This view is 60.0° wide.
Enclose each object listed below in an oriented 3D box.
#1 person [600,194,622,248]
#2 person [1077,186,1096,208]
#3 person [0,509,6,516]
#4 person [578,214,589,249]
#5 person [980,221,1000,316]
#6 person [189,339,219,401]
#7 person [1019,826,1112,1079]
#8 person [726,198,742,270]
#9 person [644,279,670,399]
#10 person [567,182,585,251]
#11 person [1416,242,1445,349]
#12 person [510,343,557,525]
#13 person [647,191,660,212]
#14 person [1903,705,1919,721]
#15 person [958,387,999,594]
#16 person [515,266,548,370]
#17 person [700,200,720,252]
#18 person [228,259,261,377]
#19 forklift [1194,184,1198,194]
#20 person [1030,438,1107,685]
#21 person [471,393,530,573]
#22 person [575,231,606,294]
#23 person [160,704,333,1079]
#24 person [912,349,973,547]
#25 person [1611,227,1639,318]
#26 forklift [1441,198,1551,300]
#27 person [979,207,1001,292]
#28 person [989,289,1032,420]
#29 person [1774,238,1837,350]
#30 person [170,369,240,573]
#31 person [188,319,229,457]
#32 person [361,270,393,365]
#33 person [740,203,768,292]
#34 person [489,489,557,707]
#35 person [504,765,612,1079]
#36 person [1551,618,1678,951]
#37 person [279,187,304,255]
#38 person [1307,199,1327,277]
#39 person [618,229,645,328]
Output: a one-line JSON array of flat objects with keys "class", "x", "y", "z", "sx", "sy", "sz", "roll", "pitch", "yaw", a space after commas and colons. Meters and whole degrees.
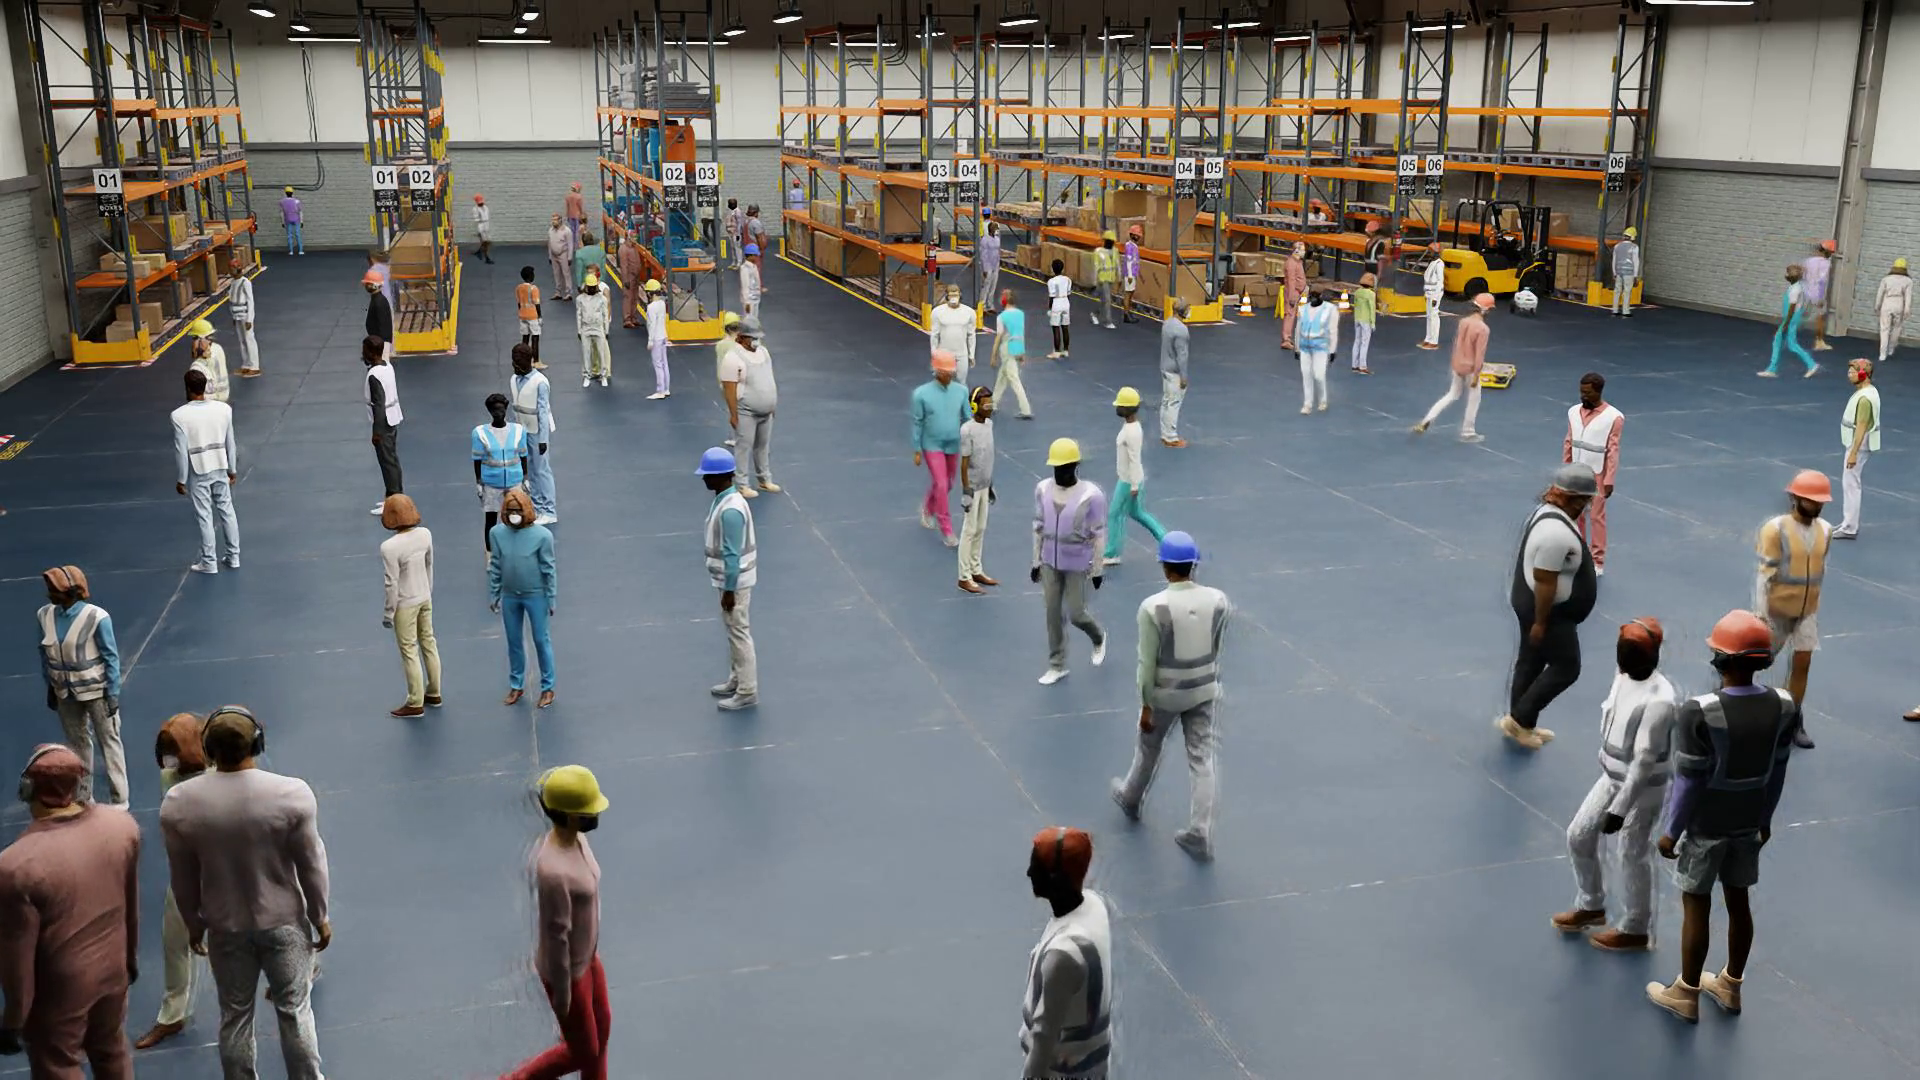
[{"class": "person", "x": -9.765, "y": -8.789, "z": 46.533, "sx": 0.949, "sy": 1.779, "sz": 0.659, "roll": -4, "pitch": 15, "yaw": -16}, {"class": "person", "x": 3.705, "y": -9.339, "z": 48.384, "sx": 0.592, "sy": 1.886, "sz": 0.955, "roll": -3, "pitch": 15, "yaw": -13}, {"class": "person", "x": -10.393, "y": -1.145, "z": 17.442, "sx": 0.357, "sy": 1.937, "sz": 0.638, "roll": 0, "pitch": 15, "yaw": 0}, {"class": "person", "x": -9.071, "y": -7.047, "z": 40.217, "sx": 0.309, "sy": 1.645, "sz": 0.515, "roll": -4, "pitch": 15, "yaw": -16}, {"class": "person", "x": 0.627, "y": -5.551, "z": 34.046, "sx": 0.383, "sy": 1.931, "sz": 0.630, "roll": 9, "pitch": 18, "yaw": 31}, {"class": "person", "x": -8.839, "y": -1.536, "z": 19.498, "sx": 0.314, "sy": 1.634, "sz": 0.515, "roll": -2, "pitch": 15, "yaw": -8}, {"class": "person", "x": 0.422, "y": 1.917, "z": 6.103, "sx": 0.939, "sy": 1.847, "sz": 0.576, "roll": 2, "pitch": 15, "yaw": 9}, {"class": "person", "x": -5.872, "y": -7.952, "z": 43.246, "sx": 0.429, "sy": 1.839, "sz": 0.634, "roll": -7, "pitch": 17, "yaw": -26}, {"class": "person", "x": -4.509, "y": -2.973, "z": 24.654, "sx": 0.311, "sy": 1.768, "sz": 0.533, "roll": 3, "pitch": 15, "yaw": 10}, {"class": "person", "x": -11.213, "y": -9.457, "z": 48.652, "sx": 0.649, "sy": 1.979, "sz": 0.435, "roll": 10, "pitch": 18, "yaw": 33}, {"class": "person", "x": 8.393, "y": -4.335, "z": 29.546, "sx": 0.356, "sy": 1.886, "sz": 0.574, "roll": 0, "pitch": 15, "yaw": 0}, {"class": "person", "x": -4.455, "y": -1.109, "z": 17.373, "sx": 0.584, "sy": 1.911, "sz": 0.391, "roll": 13, "pitch": 20, "yaw": 41}, {"class": "person", "x": -8.726, "y": -8.885, "z": 46.763, "sx": 0.621, "sy": 1.839, "sz": 0.429, "roll": 10, "pitch": 18, "yaw": 34}, {"class": "person", "x": 7.021, "y": 0.425, "z": 11.595, "sx": 0.401, "sy": 1.907, "sz": 0.646, "roll": -7, "pitch": 16, "yaw": -25}, {"class": "person", "x": 0.174, "y": -0.466, "z": 15.018, "sx": 0.329, "sy": 1.871, "sz": 0.513, "roll": 8, "pitch": 17, "yaw": 29}, {"class": "person", "x": -7.052, "y": -3.645, "z": 27.315, "sx": 0.535, "sy": 1.697, "sz": 0.318, "roll": 11, "pitch": 18, "yaw": 34}, {"class": "person", "x": -7.260, "y": -9.322, "z": 48.149, "sx": 0.640, "sy": 1.960, "sz": 0.875, "roll": 2, "pitch": 15, "yaw": 8}, {"class": "person", "x": -11.471, "y": -3.548, "z": 26.601, "sx": 0.599, "sy": 1.882, "sz": 0.340, "roll": 14, "pitch": 20, "yaw": 42}, {"class": "forklift", "x": 7.392, "y": -11.333, "z": 53.972, "sx": 1.873, "sy": 2.768, "sz": 1.129, "roll": -4, "pitch": 15, "yaw": -15}, {"class": "person", "x": 0.848, "y": 0.139, "z": 12.672, "sx": 0.592, "sy": 1.906, "sz": 0.607, "roll": 11, "pitch": 18, "yaw": 35}, {"class": "person", "x": -4.304, "y": -0.542, "z": 15.633, "sx": 0.532, "sy": 1.698, "sz": 0.319, "roll": -8, "pitch": 17, "yaw": -27}, {"class": "person", "x": -6.962, "y": -4.852, "z": 31.419, "sx": 0.631, "sy": 1.932, "sz": 0.370, "roll": -13, "pitch": 20, "yaw": -40}, {"class": "person", "x": -2.989, "y": 1.613, "z": 7.064, "sx": 0.630, "sy": 1.940, "sz": 0.372, "roll": -2, "pitch": 15, "yaw": -8}, {"class": "person", "x": -0.199, "y": -0.971, "z": 16.753, "sx": 0.618, "sy": 1.968, "sz": 0.931, "roll": -7, "pitch": 16, "yaw": -24}, {"class": "person", "x": 13.521, "y": -5.422, "z": 33.746, "sx": 0.403, "sy": 1.827, "sz": 0.601, "roll": -8, "pitch": 17, "yaw": -27}, {"class": "forklift", "x": 11.913, "y": -6.508, "z": 37.130, "sx": 2.313, "sy": 2.155, "sz": 1.214, "roll": -4, "pitch": 15, "yaw": -15}, {"class": "person", "x": 0.631, "y": -6.652, "z": 38.159, "sx": 0.601, "sy": 1.941, "sz": 0.395, "roll": -4, "pitch": 15, "yaw": -14}, {"class": "person", "x": 0.642, "y": -2.586, "z": 23.139, "sx": 0.961, "sy": 1.791, "sz": 0.583, "roll": 9, "pitch": 18, "yaw": 32}, {"class": "person", "x": 14.982, "y": -4.322, "z": 29.335, "sx": 0.959, "sy": 1.983, "sz": 0.681, "roll": -1, "pitch": 15, "yaw": -4}, {"class": "person", "x": -7.054, "y": -0.642, "z": 15.589, "sx": 0.386, "sy": 1.918, "sz": 0.596, "roll": 10, "pitch": 18, "yaw": 33}, {"class": "person", "x": -8.922, "y": -1.717, "z": 19.809, "sx": 0.403, "sy": 1.834, "sz": 0.594, "roll": -2, "pitch": 15, "yaw": -8}, {"class": "person", "x": -8.298, "y": -2.860, "z": 23.781, "sx": 0.375, "sy": 1.997, "sz": 0.611, "roll": -6, "pitch": 16, "yaw": -22}, {"class": "person", "x": -4.703, "y": -6.743, "z": 38.311, "sx": 0.537, "sy": 2.000, "sz": 0.689, "roll": -12, "pitch": 19, "yaw": -39}, {"class": "person", "x": -3.181, "y": 0.422, "z": 12.151, "sx": 0.503, "sy": 1.629, "sz": 0.277, "roll": 3, "pitch": 15, "yaw": 10}, {"class": "person", "x": -1.671, "y": 1.745, "z": 6.921, "sx": 0.601, "sy": 1.744, "sz": 0.532, "roll": -1, "pitch": 15, "yaw": -2}, {"class": "person", "x": 3.367, "y": 1.272, "z": 8.500, "sx": 0.601, "sy": 1.856, "sz": 0.592, "roll": 0, "pitch": 15, "yaw": -1}, {"class": "person", "x": -18.999, "y": -9.074, "z": 47.306, "sx": 0.586, "sy": 1.924, "sz": 0.370, "roll": -5, "pitch": 16, "yaw": -19}, {"class": "person", "x": 8.907, "y": -7.509, "z": 41.445, "sx": 0.577, "sy": 1.904, "sz": 0.860, "roll": -4, "pitch": 15, "yaw": -13}, {"class": "person", "x": -6.367, "y": -5.066, "z": 32.287, "sx": 0.402, "sy": 1.900, "sz": 0.645, "roll": 3, "pitch": 15, "yaw": 10}]
